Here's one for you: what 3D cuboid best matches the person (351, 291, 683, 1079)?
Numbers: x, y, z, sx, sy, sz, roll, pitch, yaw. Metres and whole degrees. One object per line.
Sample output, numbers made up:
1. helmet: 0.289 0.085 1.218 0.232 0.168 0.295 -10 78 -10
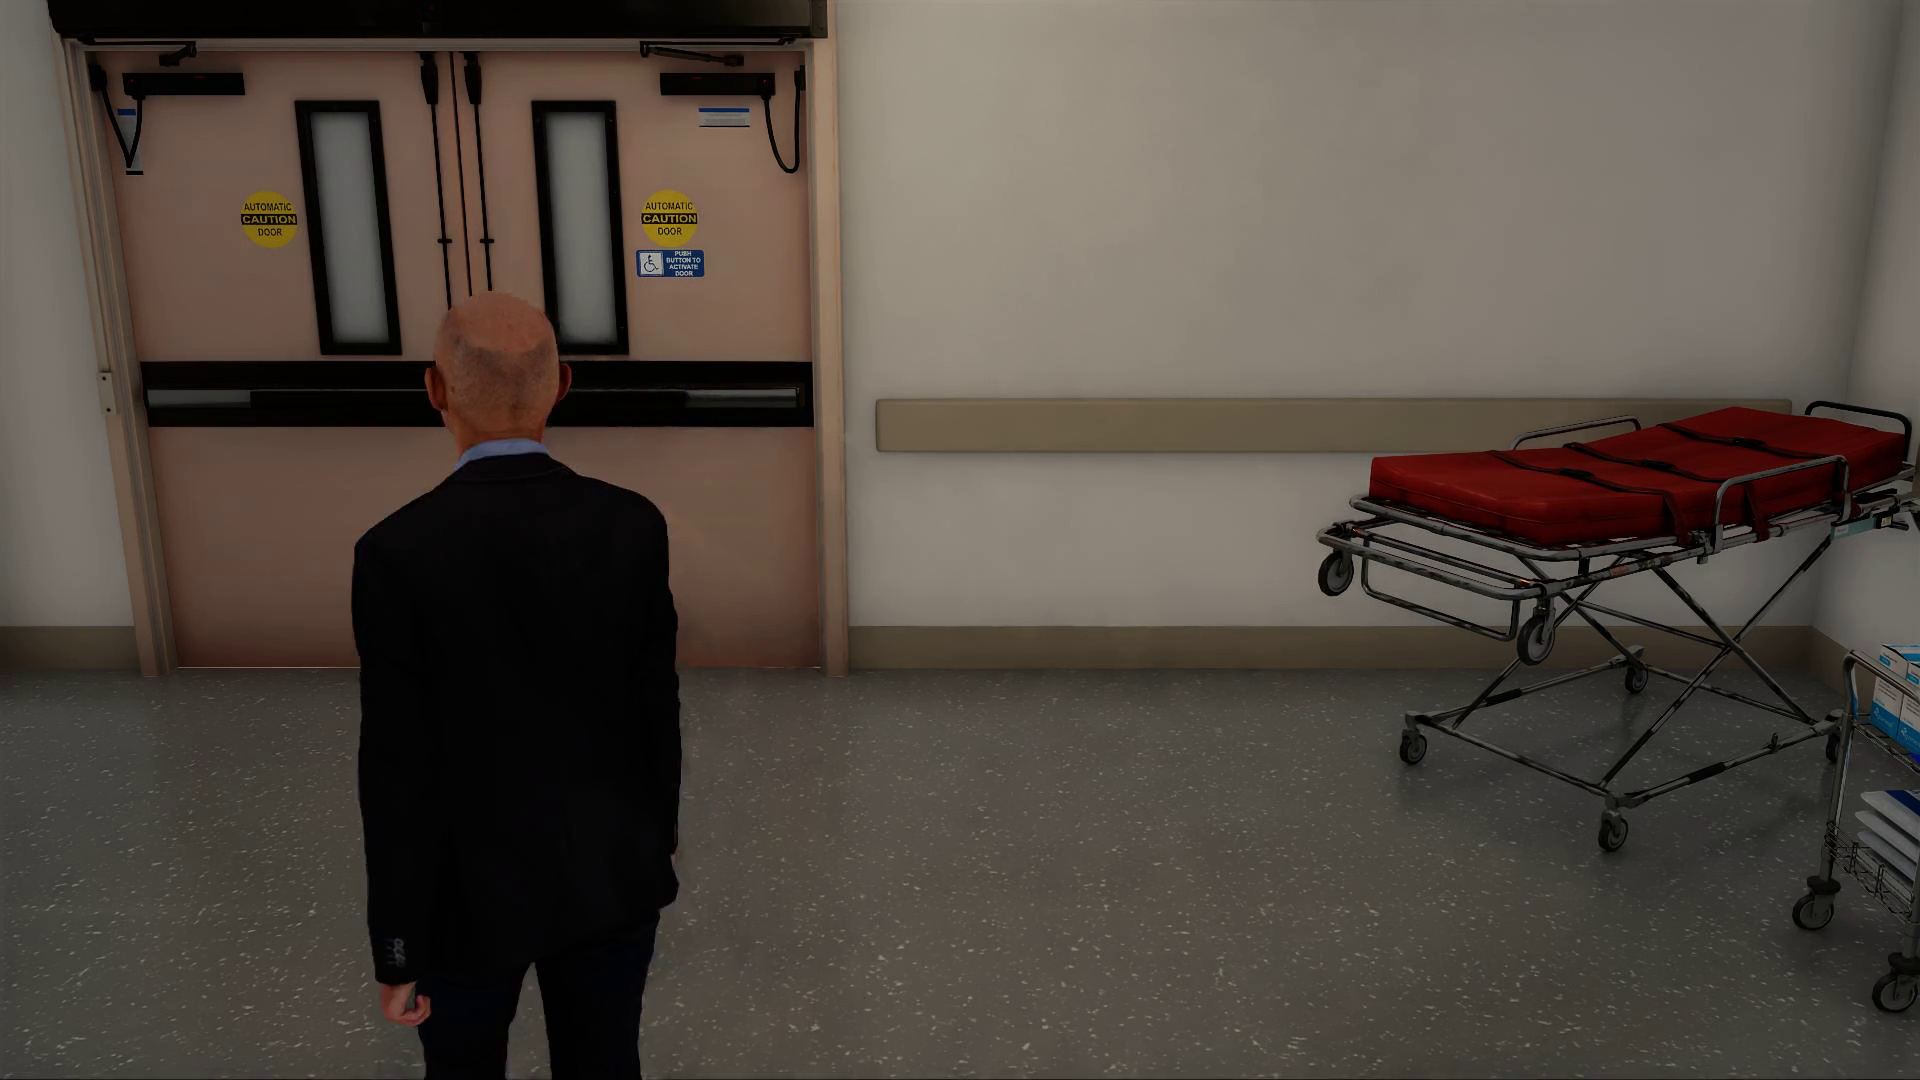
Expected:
1. person: -0.604 0.556 2.483 1.020 1.769 1.148 -10 18 -31
